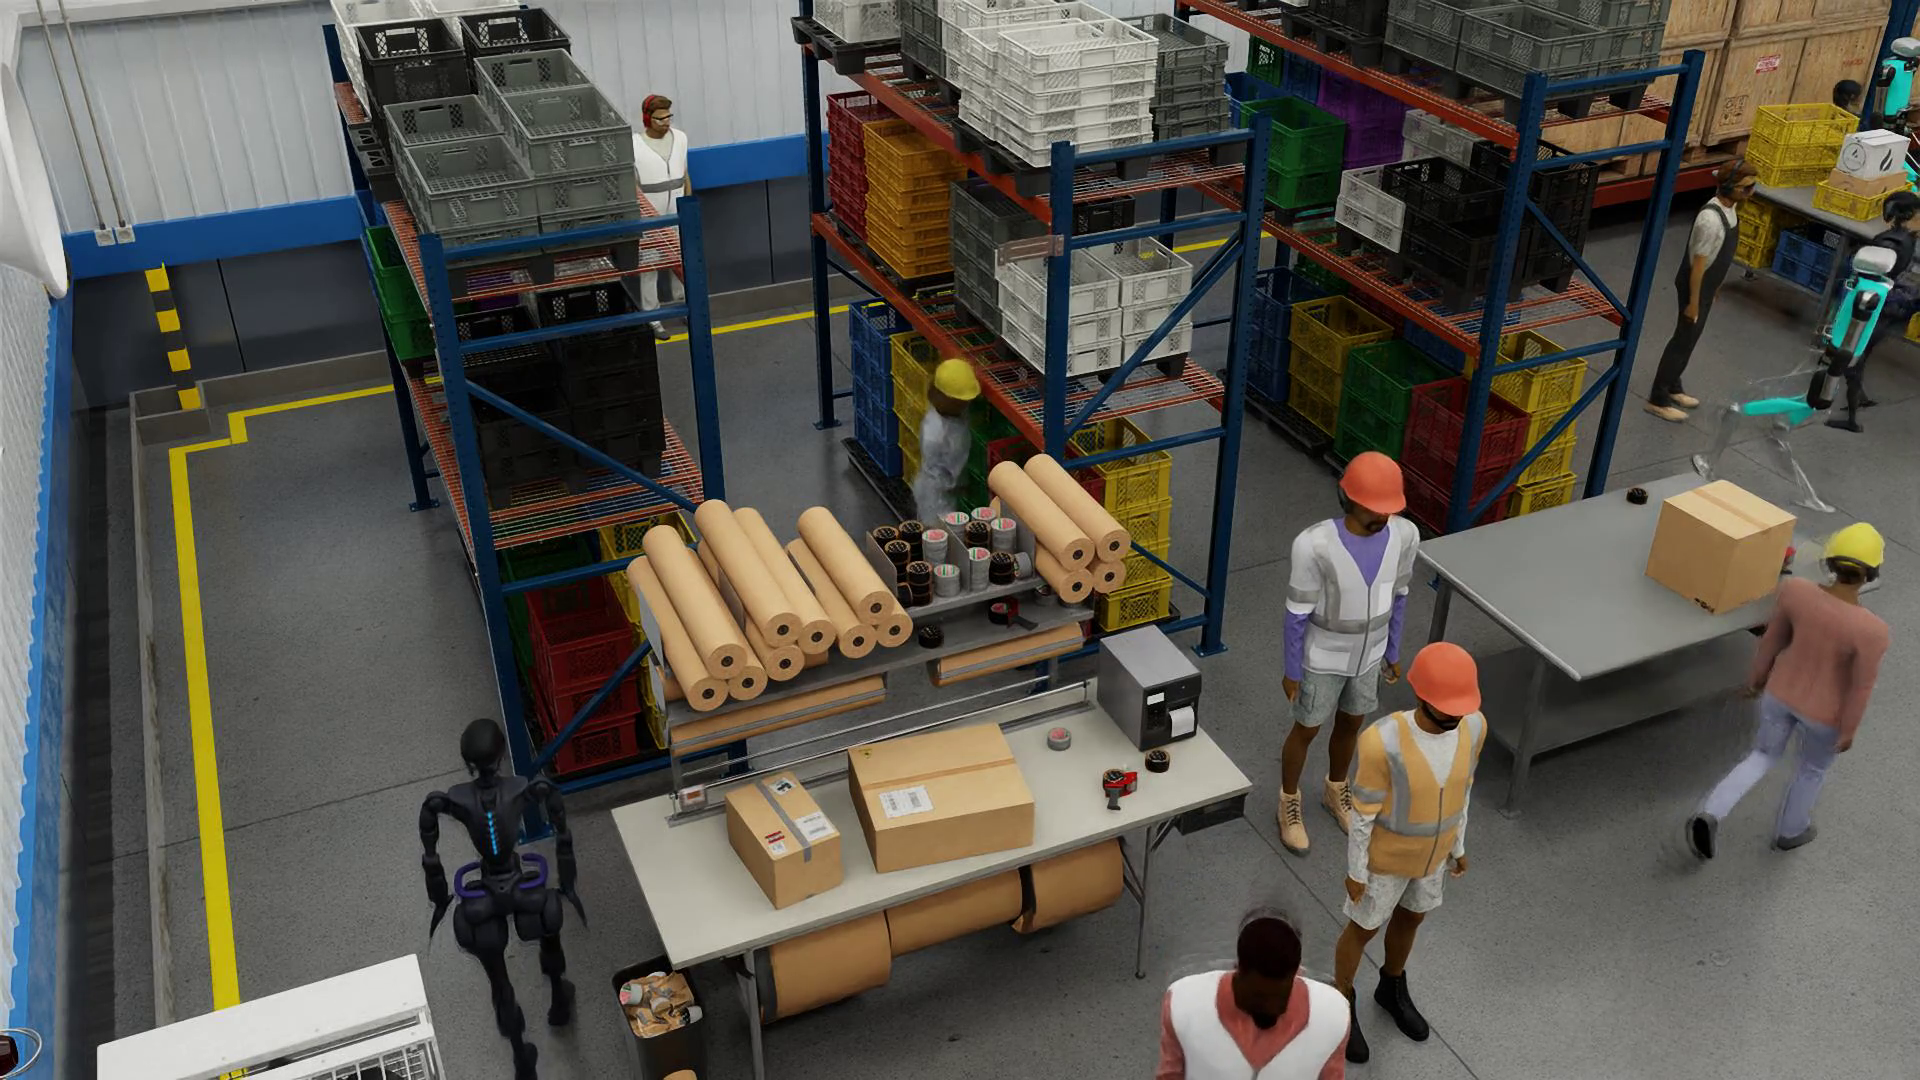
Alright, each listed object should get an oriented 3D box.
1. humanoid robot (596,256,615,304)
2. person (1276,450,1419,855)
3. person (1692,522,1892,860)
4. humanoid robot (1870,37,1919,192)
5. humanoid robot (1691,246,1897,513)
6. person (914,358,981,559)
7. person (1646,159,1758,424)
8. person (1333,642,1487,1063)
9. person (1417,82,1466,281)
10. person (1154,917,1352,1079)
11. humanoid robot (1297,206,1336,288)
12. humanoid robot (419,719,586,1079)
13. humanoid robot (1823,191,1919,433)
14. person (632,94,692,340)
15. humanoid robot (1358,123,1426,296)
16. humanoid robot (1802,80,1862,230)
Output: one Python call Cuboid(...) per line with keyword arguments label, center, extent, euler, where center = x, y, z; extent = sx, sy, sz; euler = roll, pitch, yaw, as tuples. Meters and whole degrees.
Cuboid(label="humanoid robot", center=(-2.359, -1.441, 10.963), extent=(0.335, 1.655, 0.608), euler=(-9, 33, -14))
Cuboid(label="person", center=(1.725, 0.511, 7.449), extent=(0.607, 2.045, 0.365), euler=(-10, 33, -16))
Cuboid(label="person", center=(3.724, 0.723, 7.392), extent=(0.692, 1.739, 0.533), euler=(-18, 36, -26))
Cuboid(label="humanoid robot", center=(7.809, -3.241, 13.706), extent=(0.533, 1.677, 0.735), euler=(-24, 39, -33))
Cuboid(label="humanoid robot", center=(5.067, -1.016, 10.266), extent=(1.014, 1.775, 0.532), euler=(17, 35, 25))
Cuboid(label="person", center=(-0.104, -0.225, 8.955), extent=(0.526, 1.706, 0.571), euler=(10, 33, 16))
Cuboid(label="person", center=(4.998, -1.681, 11.207), extent=(0.340, 1.838, 0.505), euler=(20, 37, 29))
Cuboid(label="person", center=(1.739, 1.203, 6.425), extent=(0.542, 1.939, 0.358), euler=(-11, 33, -18))
Cuboid(label="person", center=(3.566, -2.554, 12.618), extent=(0.430, 1.842, 0.625), euler=(1, 32, 1))
Cuboid(label="person", center=(0.919, 1.866, 5.408), extent=(0.593, 1.885, 0.874), euler=(1, 32, 2))
Cuboid(label="humanoid robot", center=(2.929, -2.790, 13.044), extent=(0.549, 1.750, 0.678), euler=(-16, 35, -24))
Cuboid(label="humanoid robot", center=(-1.764, 1.369, 6.411), extent=(0.590, 1.646, 0.534), euler=(-8, 33, -13))
Cuboid(label="humanoid robot", center=(6.090, -1.509, 11.081), extent=(0.353, 1.648, 0.588), euler=(22, 38, 31))
Cuboid(label="person", center=(-2.228, -2.418, 12.407), extent=(0.562, 1.835, 0.389), euler=(-28, 41, -37))
Cuboid(label="humanoid robot", center=(3.206, -2.245, 12.174), extent=(0.544, 1.757, 0.710), euler=(-18, 36, -27))
Cuboid(label="humanoid robot", center=(6.842, -2.871, 13.331), extent=(0.607, 1.634, 0.715), euler=(-16, 35, -24))
